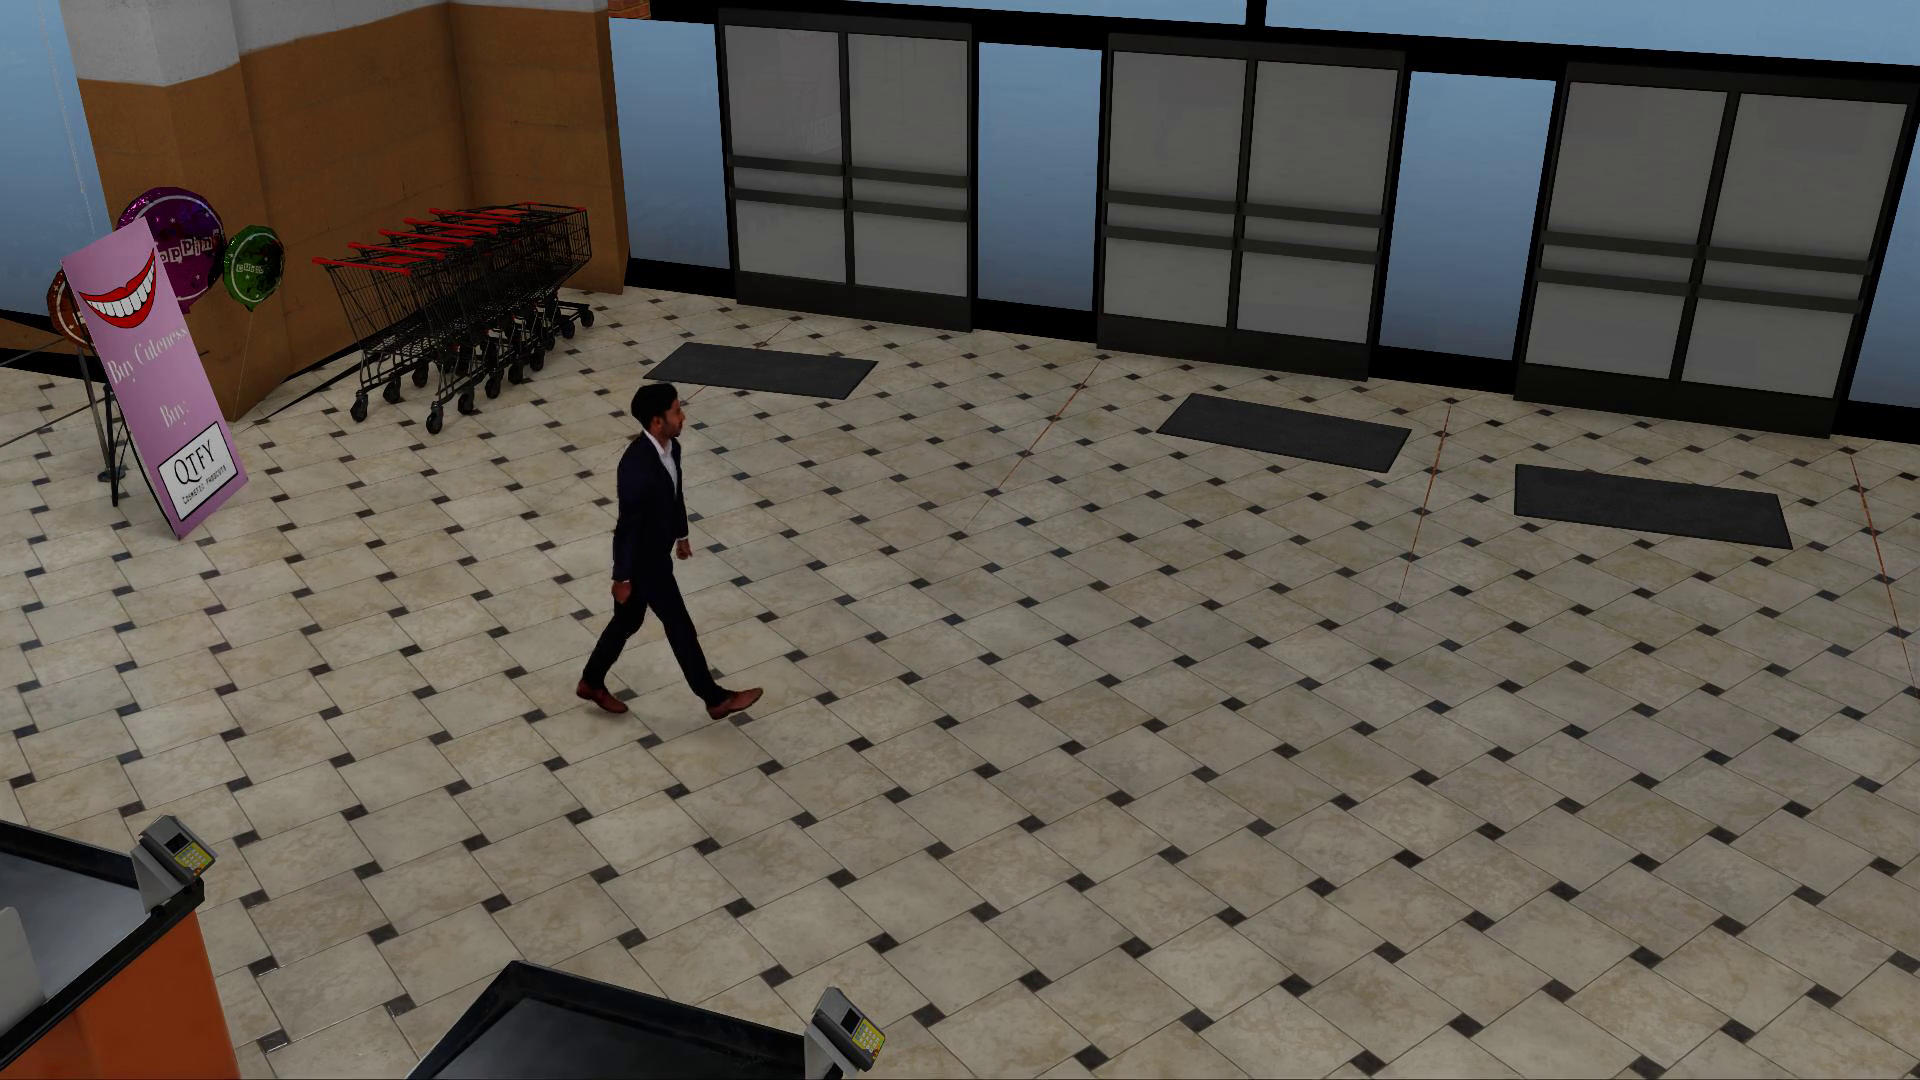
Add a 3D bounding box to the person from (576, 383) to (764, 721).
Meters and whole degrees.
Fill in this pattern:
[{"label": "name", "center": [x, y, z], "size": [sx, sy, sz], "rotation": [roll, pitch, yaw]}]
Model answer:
[{"label": "person", "center": [-1.525, 0.098, 7.587], "size": [0.931, 1.678, 1.161], "rotation": [5, 27, 9]}]
